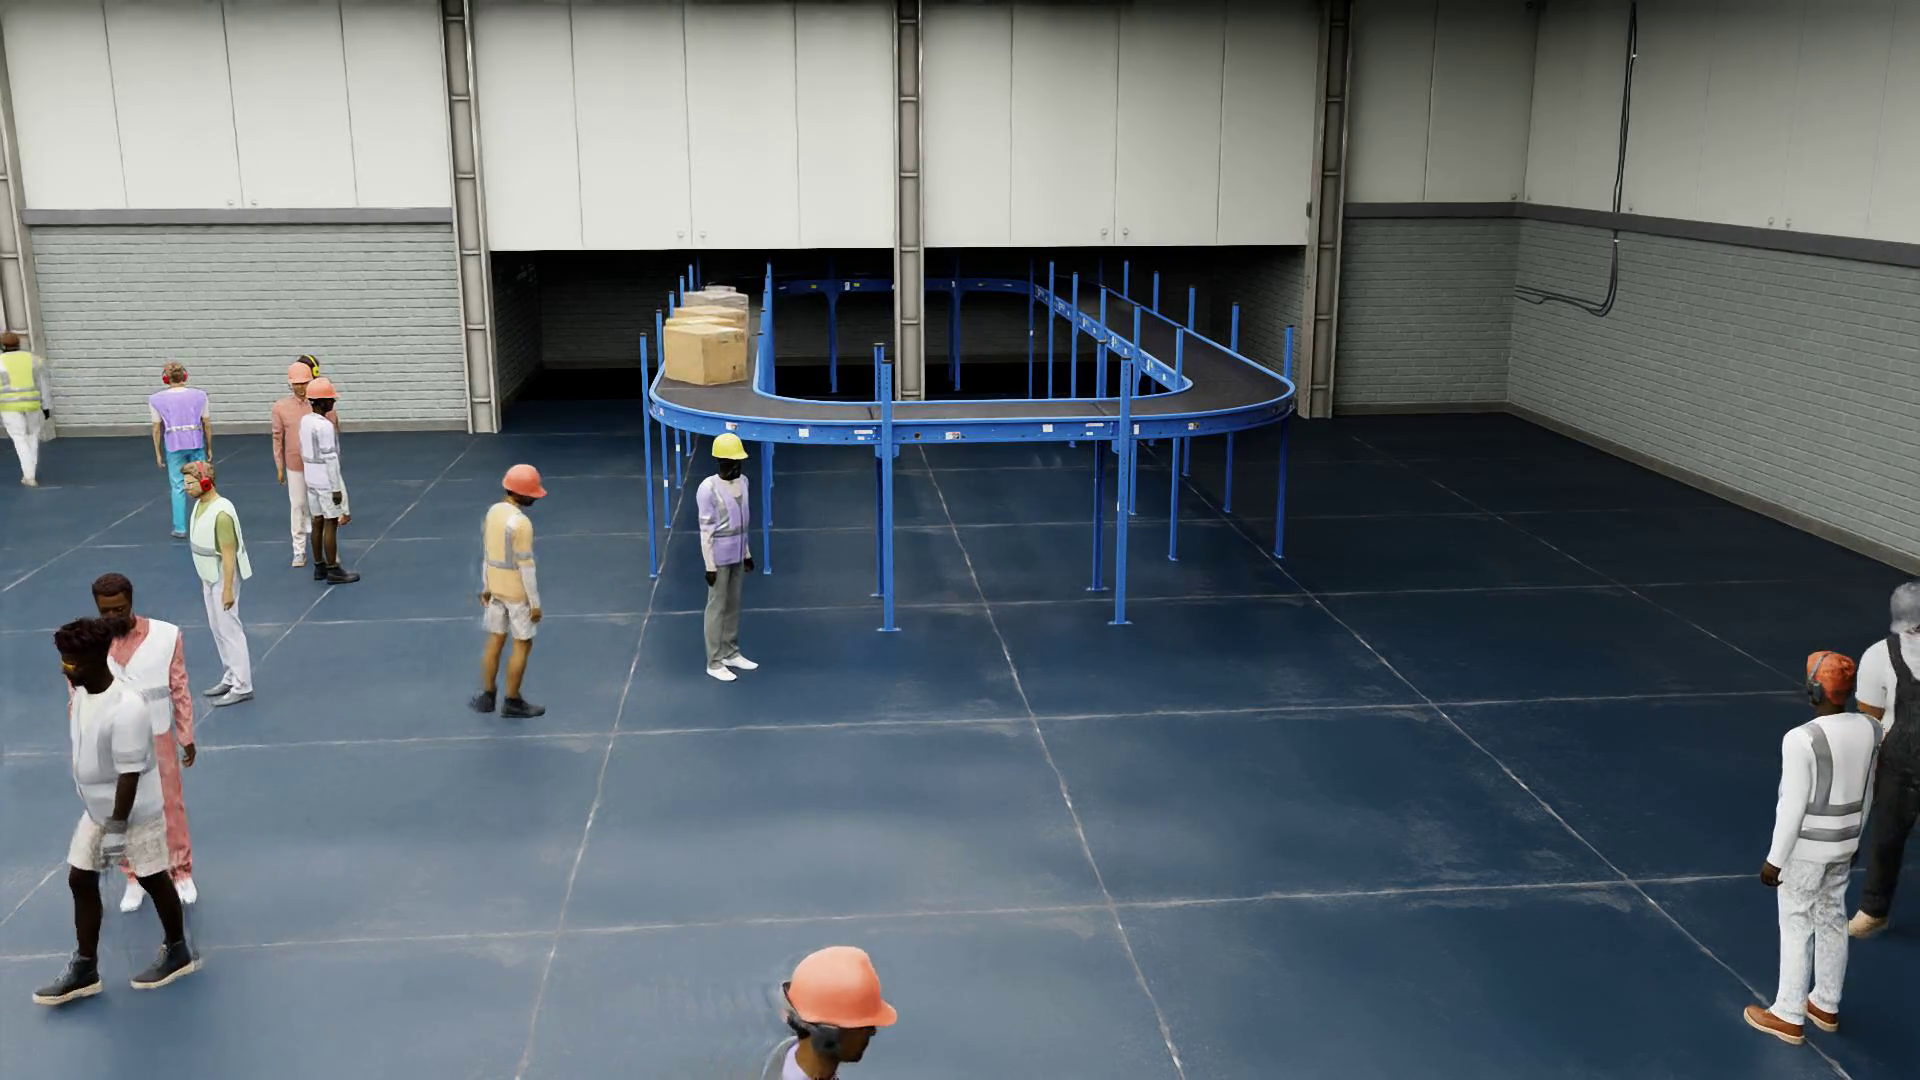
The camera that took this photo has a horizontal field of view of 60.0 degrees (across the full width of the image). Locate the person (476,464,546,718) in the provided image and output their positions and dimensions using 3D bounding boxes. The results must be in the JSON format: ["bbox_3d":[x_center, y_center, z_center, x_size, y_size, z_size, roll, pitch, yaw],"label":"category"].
[{"bbox_3d":[-3.276,0.360,12.045,0.771,1.892,0.389,13,19,42],"label":"person"}]

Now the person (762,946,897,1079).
[{"bbox_3d":[-0.469,2.117,4.847,1.117,1.980,0.613,0,14,1],"label":"person"}]

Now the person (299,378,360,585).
[{"bbox_3d":[-5.931,-0.552,15.574,0.379,1.937,0.547,-13,19,-43],"label":"person"}]

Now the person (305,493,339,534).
[{"bbox_3d":[-6.766,-0.866,17.472,0.542,1.616,0.506,-14,19,-43],"label":"person"}]

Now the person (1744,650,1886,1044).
[{"bbox_3d":[3.990,1.428,7.759,0.585,1.882,0.337,-6,15,-23],"label":"person"}]

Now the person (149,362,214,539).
[{"bbox_3d":[-8.061,-0.930,17.293,0.562,1.837,0.387,-10,17,-34],"label":"person"}]

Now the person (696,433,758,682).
[{"bbox_3d":[-1.793,0.118,12.913,0.385,1.928,0.589,7,16,26],"label":"person"}]

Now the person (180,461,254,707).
[{"bbox_3d":[-5.497,0.307,12.357,0.403,1.832,0.571,-12,18,-40],"label":"person"}]

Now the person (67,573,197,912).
[{"bbox_3d":[-4.505,1.085,9.090,0.599,1.909,0.405,-6,15,-22],"label":"person"}]

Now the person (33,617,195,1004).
[{"bbox_3d":[-4.181,1.327,8.030,0.616,1.937,0.795,10,17,35],"label":"person"}]

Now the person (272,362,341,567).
[{"bbox_3d":[-6.350,-0.738,16.200,0.612,1.995,0.377,-6,15,-21],"label":"person"}]

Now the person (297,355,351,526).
[{"bbox_3d":[-6.857,-1.063,17.800,0.533,1.857,0.365,5,15,20],"label":"person"}]

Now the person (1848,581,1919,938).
[{"bbox_3d":[5.068,1.149,8.557,0.846,2.000,0.535,3,14,13],"label":"person"}]

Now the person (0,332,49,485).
[{"bbox_3d":[-11.353,-1.594,19.984,0.824,1.809,0.651,12,19,41],"label":"person"}]
